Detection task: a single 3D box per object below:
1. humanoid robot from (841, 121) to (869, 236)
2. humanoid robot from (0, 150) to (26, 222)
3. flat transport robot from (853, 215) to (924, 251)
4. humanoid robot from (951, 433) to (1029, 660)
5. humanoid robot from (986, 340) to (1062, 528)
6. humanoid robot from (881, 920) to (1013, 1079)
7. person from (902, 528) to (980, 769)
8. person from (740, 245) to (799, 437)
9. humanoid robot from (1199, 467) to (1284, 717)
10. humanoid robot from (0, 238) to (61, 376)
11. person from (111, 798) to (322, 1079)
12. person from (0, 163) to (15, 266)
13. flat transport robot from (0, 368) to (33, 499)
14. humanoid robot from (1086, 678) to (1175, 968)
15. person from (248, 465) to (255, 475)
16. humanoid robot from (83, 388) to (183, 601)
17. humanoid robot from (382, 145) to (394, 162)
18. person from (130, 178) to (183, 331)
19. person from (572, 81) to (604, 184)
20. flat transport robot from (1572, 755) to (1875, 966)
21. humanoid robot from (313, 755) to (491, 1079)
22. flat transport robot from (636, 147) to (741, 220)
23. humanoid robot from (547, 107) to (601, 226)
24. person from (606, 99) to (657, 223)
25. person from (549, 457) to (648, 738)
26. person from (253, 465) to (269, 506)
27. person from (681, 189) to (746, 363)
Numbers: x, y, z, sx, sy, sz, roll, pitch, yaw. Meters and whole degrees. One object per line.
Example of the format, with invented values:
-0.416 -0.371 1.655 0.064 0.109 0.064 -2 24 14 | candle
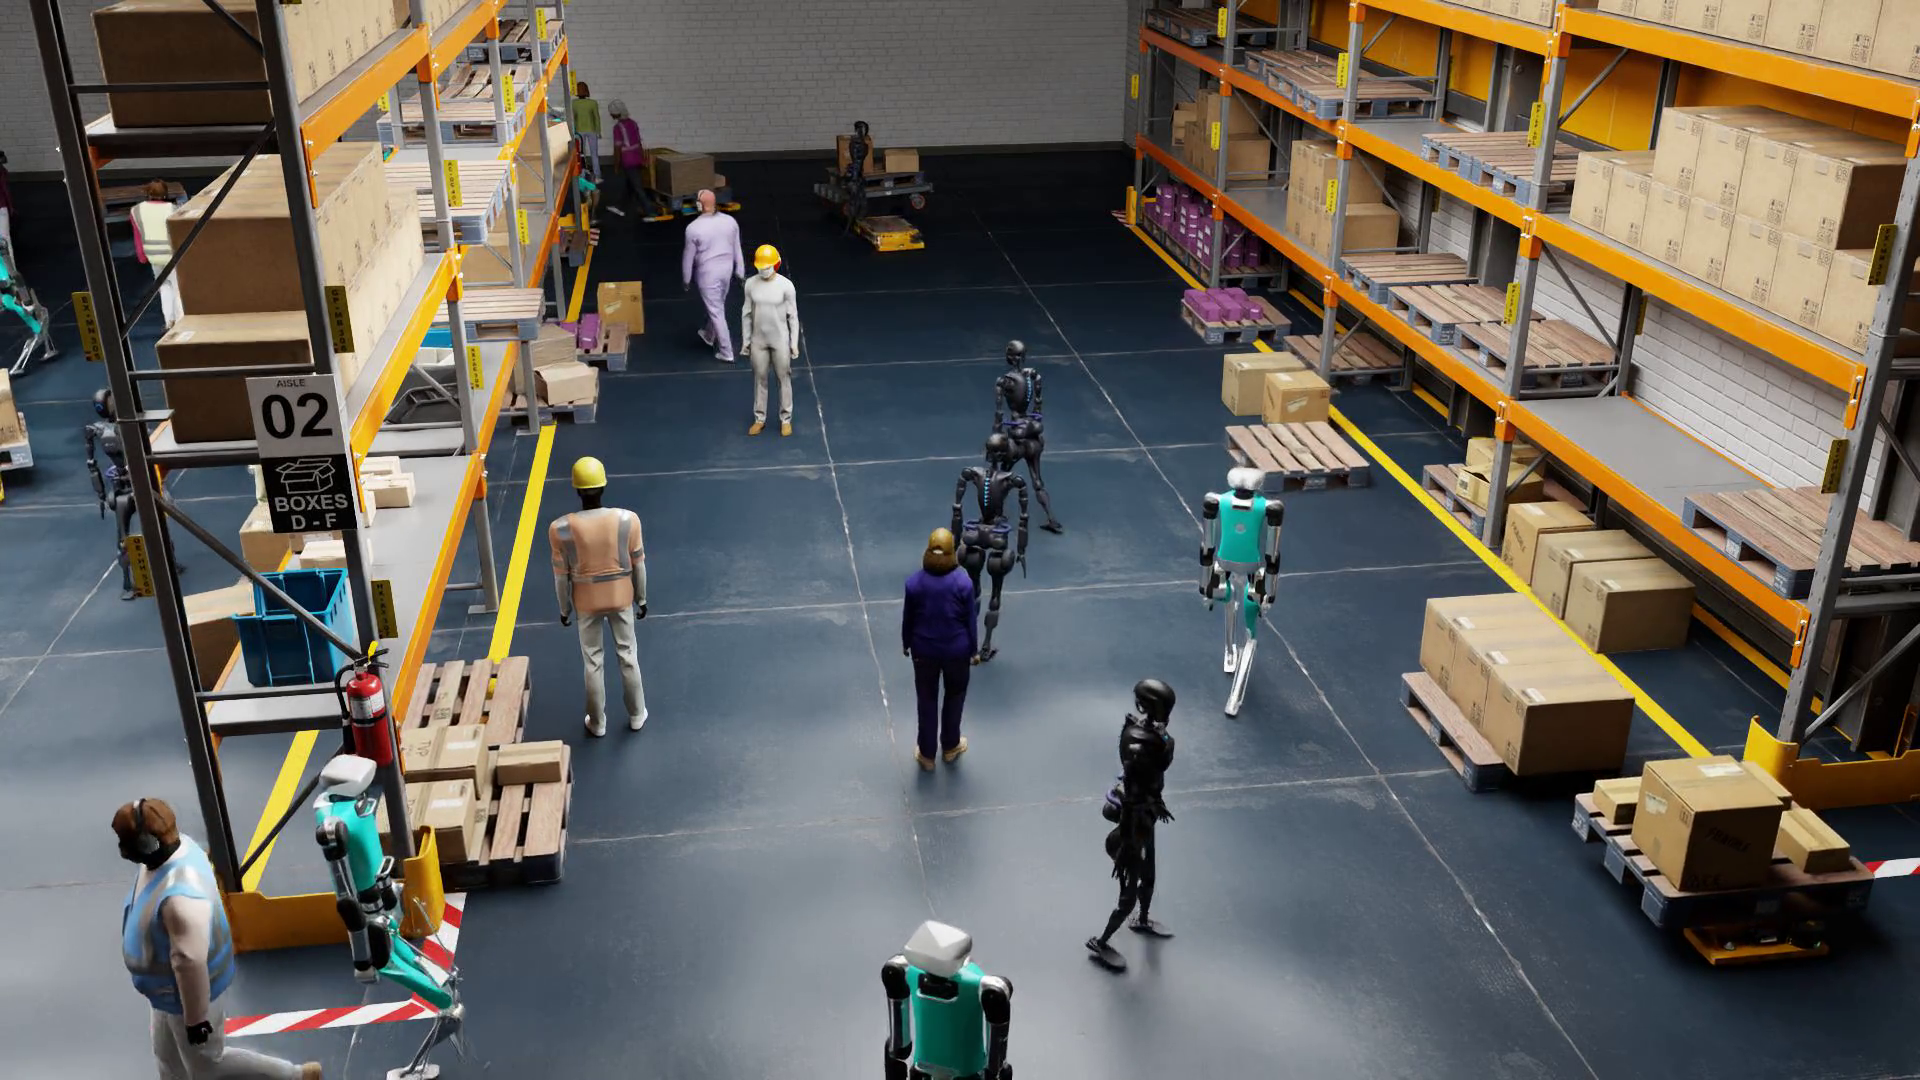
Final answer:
-1.483 -5.139 23.649 0.447 1.631 0.609 3 24 7 | humanoid robot
-14.205 -5.540 24.542 0.391 1.638 0.590 -18 30 -36 | humanoid robot
-1.024 -4.360 23.612 0.659 0.231 1.431 -7 25 -16 | flat transport robot
0.183 0.055 11.833 0.609 1.638 0.427 7 25 15 | humanoid robot
0.526 -0.865 13.961 0.599 1.614 0.759 -21 31 -39 | humanoid robot
-0.165 2.434 6.368 0.560 1.835 0.890 10 26 22 | humanoid robot
-0.117 0.678 10.452 0.493 1.611 0.371 3 24 8 | person
-1.836 -1.924 16.050 0.570 1.889 0.378 3 24 7 | person
1.922 0.248 11.343 0.530 1.772 1.006 6 25 14 | humanoid robot
-10.093 -2.655 17.946 0.562 1.727 1.026 7 25 15 | humanoid robot
-3.376 1.933 7.363 0.752 1.811 0.641 -14 27 -29 | person
-12.522 -4.316 21.488 0.499 1.896 1.015 -12 27 -26 | person
-9.082 -0.617 15.083 0.659 0.231 1.431 -13 27 -27 | flat transport robot
0.923 1.442 8.633 0.383 1.640 0.608 10 26 22 | humanoid robot
-6.611 -1.457 15.149 0.907 1.758 0.487 12 26 26 | person
-6.376 -0.378 12.829 0.607 1.637 0.615 -1 24 -3 | humanoid robot
-7.276 -4.469 22.071 0.534 1.787 0.832 4 24 8 | humanoid robot
-9.075 -3.236 19.111 0.659 1.828 0.499 -1 24 -1 | person
-6.083 -6.619 27.055 0.497 1.633 0.283 -2 24 -4 | person
4.181 1.876 9.403 0.659 0.231 1.431 -3 24 -7 | flat transport robot
-2.514 1.857 7.759 0.742 1.909 0.549 -2 24 -5 | humanoid robot
-4.114 -5.062 25.210 1.431 0.231 0.659 -15 28 -31 | flat transport robot
-5.495 -5.349 24.078 0.873 1.776 0.534 7 25 16 | humanoid robot
-4.917 -5.574 24.469 0.947 1.794 0.582 10 25 21 | person
-2.314 0.379 10.754 0.583 1.927 0.363 -7 25 -15 | person
-5.810 -0.940 13.971 0.572 1.748 0.341 -7 25 -16 | person
-2.795 -2.945 18.401 0.674 1.857 0.975 -19 30 -37 | person
